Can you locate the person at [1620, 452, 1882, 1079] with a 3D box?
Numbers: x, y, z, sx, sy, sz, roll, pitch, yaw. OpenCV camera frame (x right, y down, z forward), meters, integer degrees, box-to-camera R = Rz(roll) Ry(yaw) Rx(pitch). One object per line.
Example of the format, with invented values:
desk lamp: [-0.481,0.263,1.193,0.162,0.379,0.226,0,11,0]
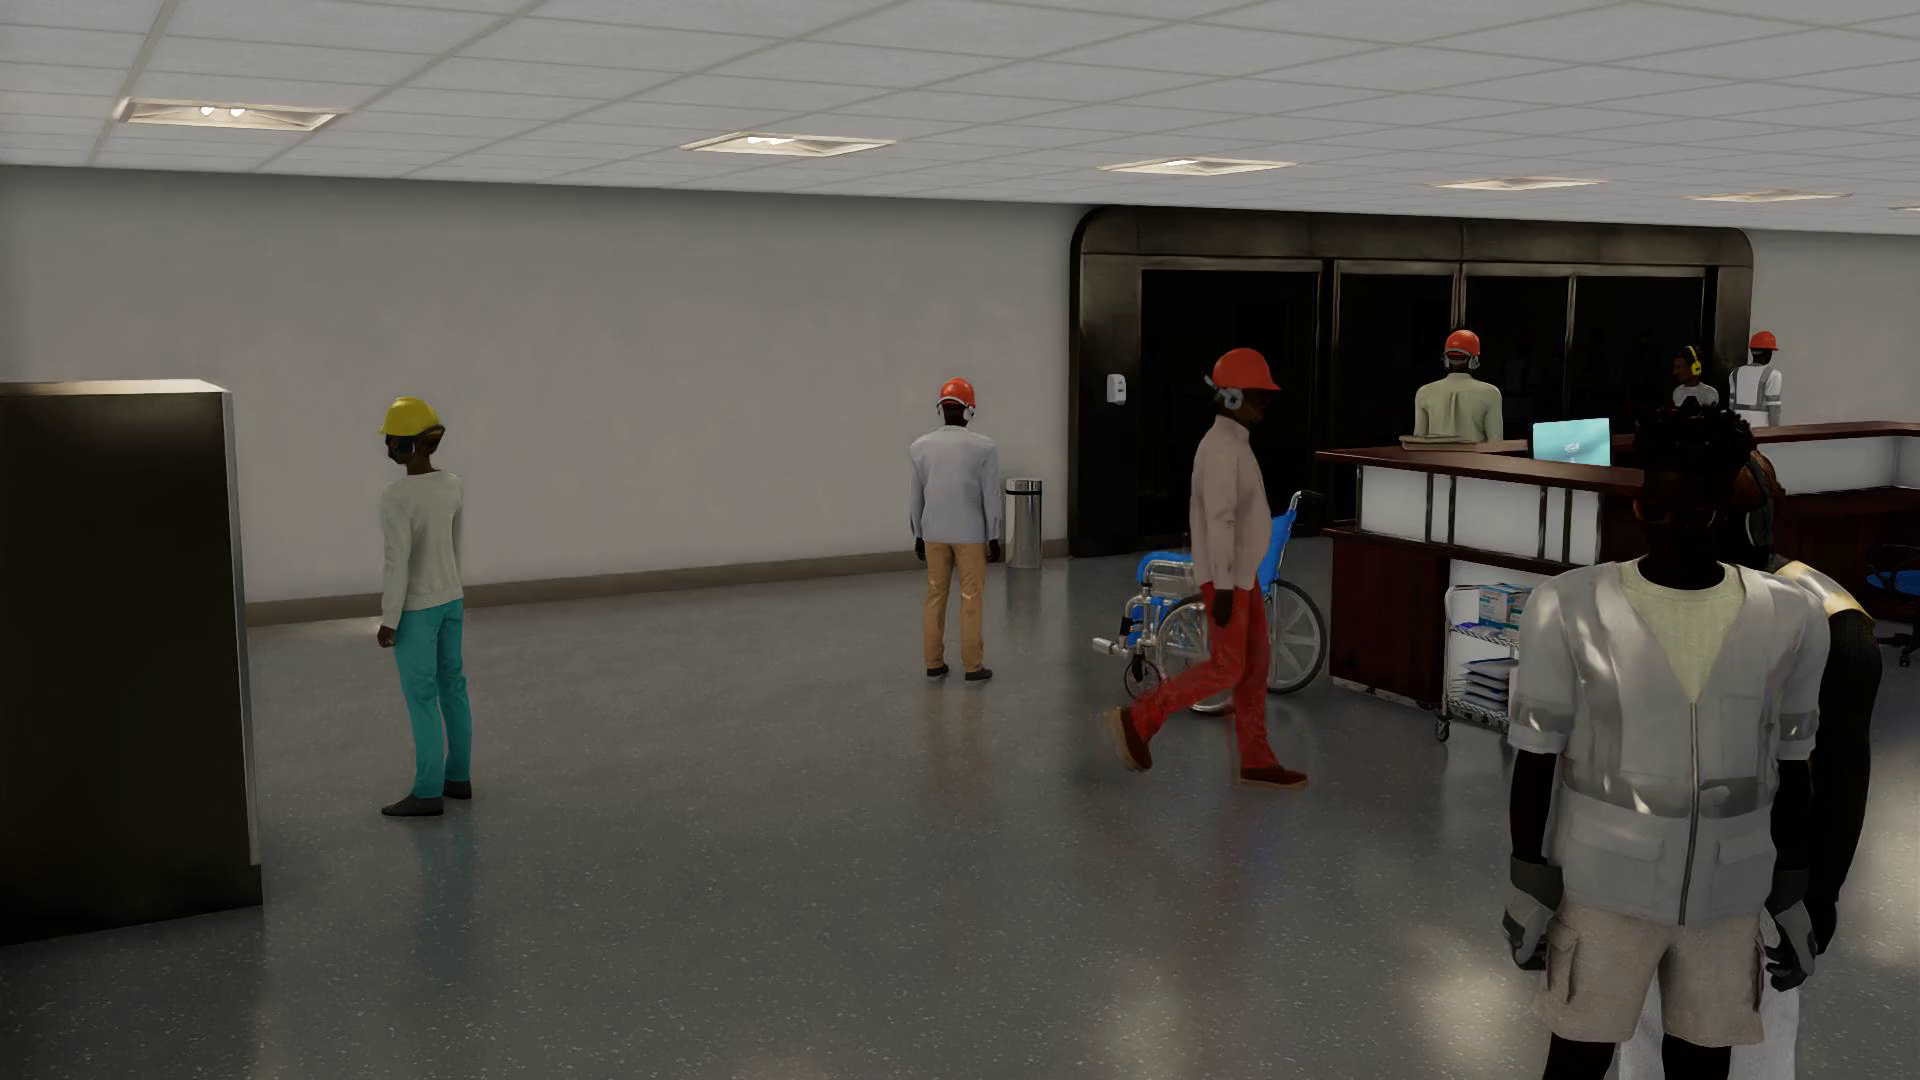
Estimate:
person: [1.664,0.703,3.722,0.429,1.839,0.633,-5,9,-32]

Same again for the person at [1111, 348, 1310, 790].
person: [1.125,0.137,7.336,0.801,1.971,0.631,2,8,15]

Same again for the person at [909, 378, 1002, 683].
person: [-0.015,-0.056,9.546,0.564,1.743,0.352,4,9,24]

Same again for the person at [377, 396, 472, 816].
person: [-2.277,0.280,7.033,0.305,1.771,0.525,2,8,14]

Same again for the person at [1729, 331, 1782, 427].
person: [7.763,-1.068,16.234,0.392,1.929,0.546,-4,9,-27]

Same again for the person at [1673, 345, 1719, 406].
person: [5.603,-0.570,12.846,0.326,1.865,0.519,-2,8,-14]

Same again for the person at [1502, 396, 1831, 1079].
person: [1.414,0.689,3.362,0.612,1.962,0.363,1,8,6]

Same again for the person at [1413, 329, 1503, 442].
person: [3.439,-0.450,11.495,0.612,1.995,0.376,4,9,28]
